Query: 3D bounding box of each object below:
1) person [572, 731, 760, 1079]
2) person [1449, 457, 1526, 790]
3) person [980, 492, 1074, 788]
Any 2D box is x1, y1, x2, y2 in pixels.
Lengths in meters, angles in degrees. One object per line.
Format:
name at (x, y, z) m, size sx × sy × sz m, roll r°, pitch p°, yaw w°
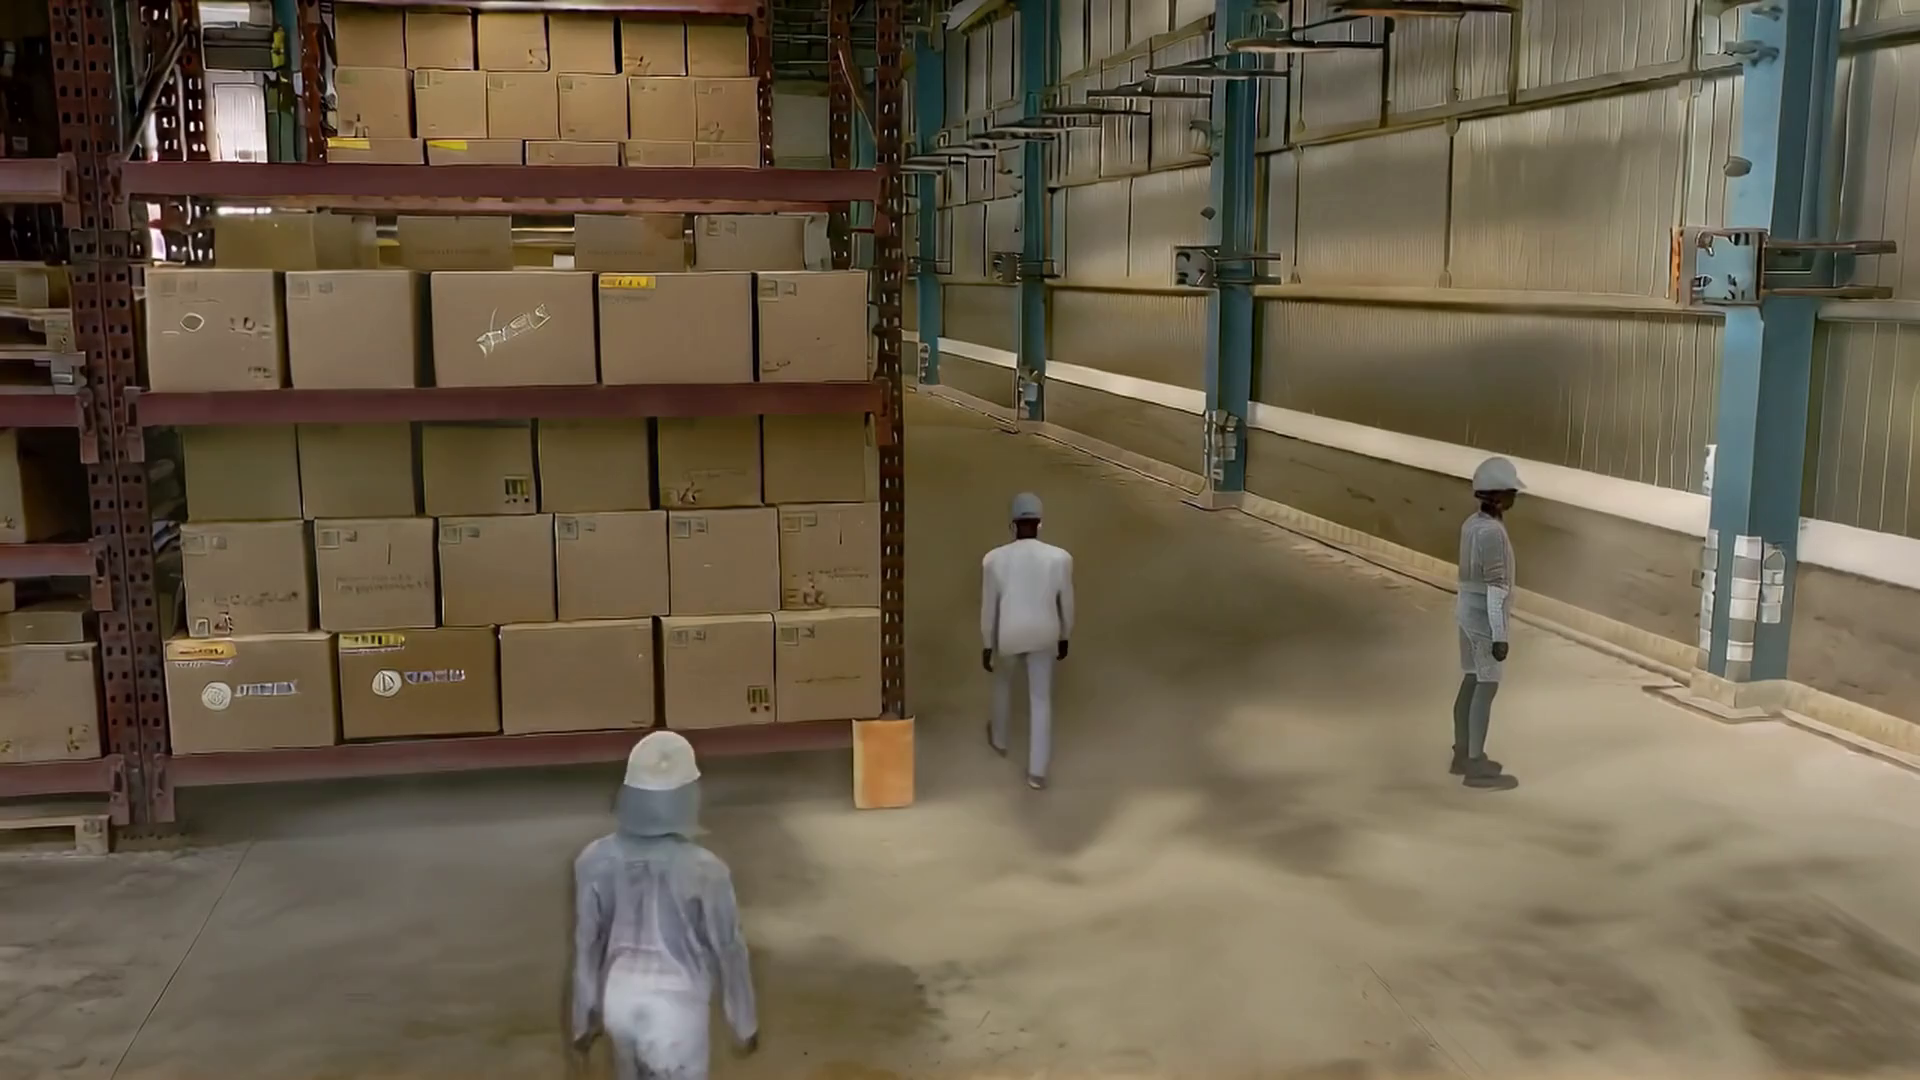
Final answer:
person at (-0.863, 1.395, 4.888) m, size 0.501 × 1.692 × 0.902 m, roll 4°, pitch 10°, yaw 21°
person at (3.100, 0.480, 9.736) m, size 0.356 × 1.938 × 0.552 m, roll 0°, pitch 9°, yaw -1°
person at (0.389, 0.561, 9.939) m, size 0.594 × 1.700 × 0.892 m, roll -1°, pitch 9°, yaw -9°
